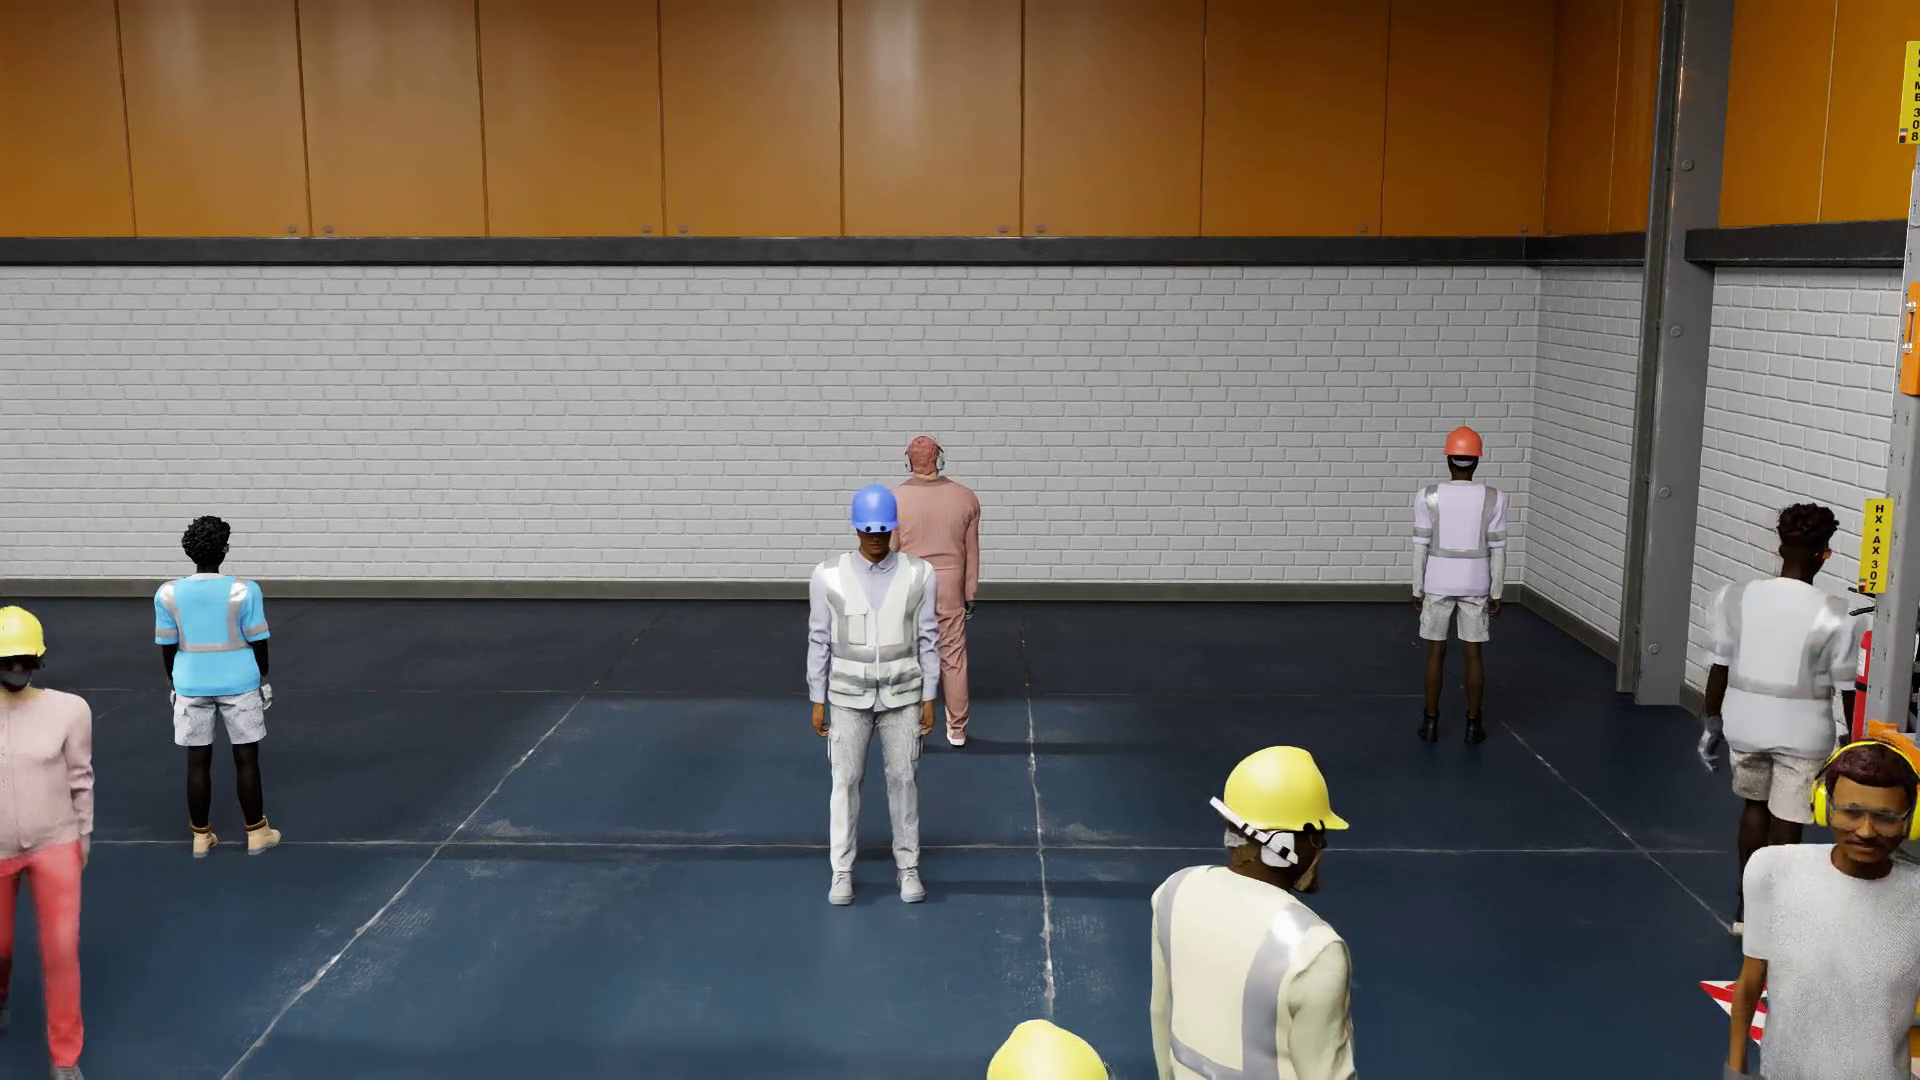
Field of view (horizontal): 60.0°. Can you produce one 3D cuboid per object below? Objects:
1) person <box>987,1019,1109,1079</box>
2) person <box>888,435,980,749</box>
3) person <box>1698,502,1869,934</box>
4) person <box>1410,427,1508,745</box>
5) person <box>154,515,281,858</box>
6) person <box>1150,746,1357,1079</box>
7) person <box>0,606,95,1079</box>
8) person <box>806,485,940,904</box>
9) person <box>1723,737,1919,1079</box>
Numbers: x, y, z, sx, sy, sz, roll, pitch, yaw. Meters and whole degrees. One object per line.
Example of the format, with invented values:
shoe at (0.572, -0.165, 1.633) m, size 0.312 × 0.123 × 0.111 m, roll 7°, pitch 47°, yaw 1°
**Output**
person at (0.168, 1.624, 2.717) m, size 0.528 × 1.707 × 0.941 m, roll -4°, pitch 10°, yaw -23°
person at (-0.201, 0.324, 9.944) m, size 0.643 × 1.905 × 0.400 m, roll -3°, pitch 10°, yaw -18°
person at (3.474, 0.798, 6.968) m, size 0.591 × 1.942 × 0.628 m, roll -8°, pitch 12°, yaw -40°
person at (3.023, 0.278, 10.119) m, size 0.552 × 1.934 × 0.363 m, roll 2°, pitch 10°, yaw 14°
person at (-3.640, 0.724, 8.169) m, size 0.533 × 1.697 × 0.318 m, roll -1°, pitch 10°, yaw -6°
person at (0.697, 1.375, 3.877) m, size 0.404 × 1.827 × 0.590 m, roll -6°, pitch 11°, yaw -32°
person at (-3.363, 1.071, 5.942) m, size 0.516 × 1.746 × 0.735 m, roll -6°, pitch 11°, yaw -34°
person at (-0.393, 0.704, 7.566) m, size 0.610 × 1.938 × 0.413 m, roll -1°, pitch 10°, yaw -7°
person at (2.163, 1.333, 4.109) m, size 0.512 × 1.839 × 0.887 m, roll 6°, pitch 11°, yaw 33°
